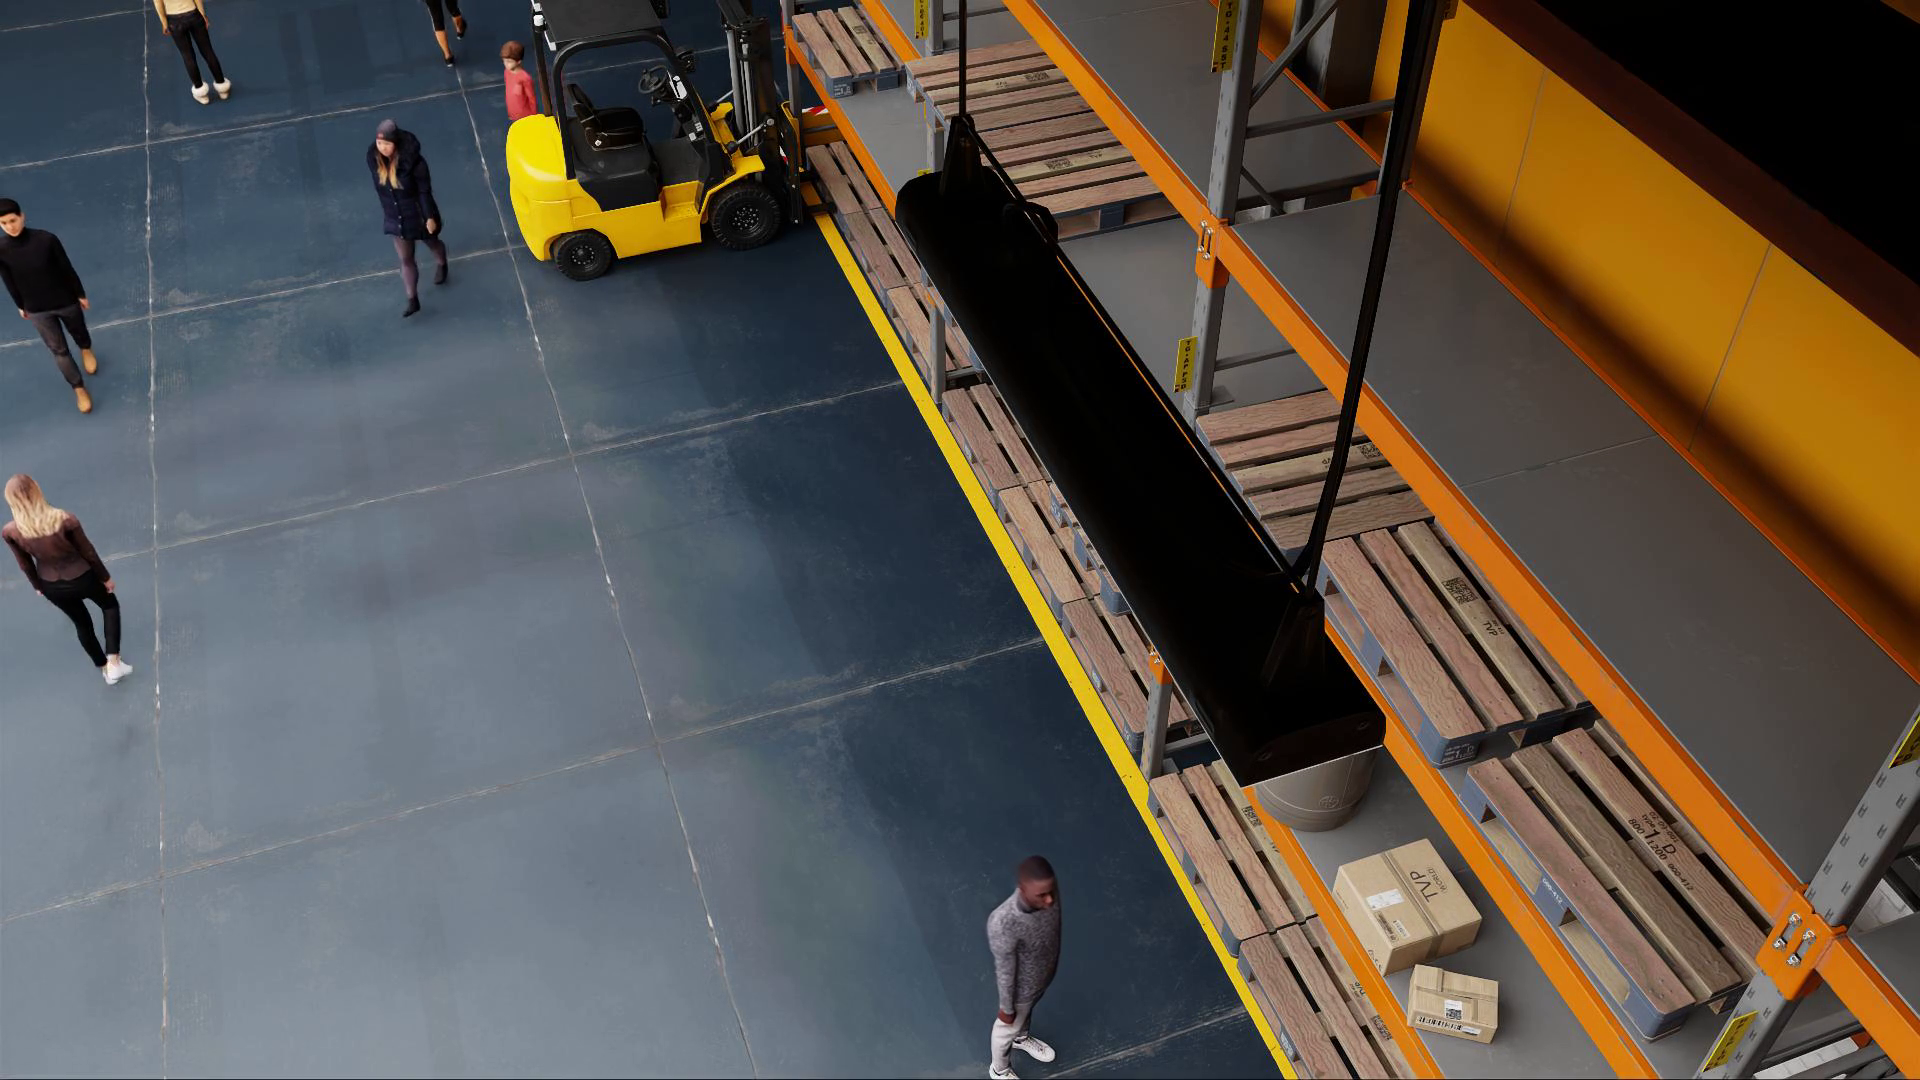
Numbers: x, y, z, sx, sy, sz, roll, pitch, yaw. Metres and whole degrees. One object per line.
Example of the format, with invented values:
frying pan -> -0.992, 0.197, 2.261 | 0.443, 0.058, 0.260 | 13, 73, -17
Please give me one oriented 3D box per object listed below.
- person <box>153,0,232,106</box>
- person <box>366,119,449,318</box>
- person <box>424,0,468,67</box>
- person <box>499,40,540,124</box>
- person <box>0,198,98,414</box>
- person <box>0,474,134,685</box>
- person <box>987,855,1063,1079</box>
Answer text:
person -> -7.501, -5.032, 16.097 | 0.621, 1.658, 0.570 | -19, 47, -19
person -> -4.480, -2.724, 13.696 | 0.978, 1.629, 1.164 | 5, 44, 6
person -> -5.251, -5.564, 16.678 | 0.745, 1.627, 1.098 | -6, 44, -7
person -> -3.901, -3.875, 15.065 | 0.812, 1.406, 0.795 | 31, 51, 28
person -> -6.985, -1.889, 12.771 | 0.729, 1.696, 1.085 | -19, 47, -18
person -> -5.589, 0.325, 10.451 | 0.641, 1.690, 0.644 | -10, 45, -11
person -> 0.324, 2.169, 8.409 | 0.786, 1.836, 0.757 | 22, 48, 22
